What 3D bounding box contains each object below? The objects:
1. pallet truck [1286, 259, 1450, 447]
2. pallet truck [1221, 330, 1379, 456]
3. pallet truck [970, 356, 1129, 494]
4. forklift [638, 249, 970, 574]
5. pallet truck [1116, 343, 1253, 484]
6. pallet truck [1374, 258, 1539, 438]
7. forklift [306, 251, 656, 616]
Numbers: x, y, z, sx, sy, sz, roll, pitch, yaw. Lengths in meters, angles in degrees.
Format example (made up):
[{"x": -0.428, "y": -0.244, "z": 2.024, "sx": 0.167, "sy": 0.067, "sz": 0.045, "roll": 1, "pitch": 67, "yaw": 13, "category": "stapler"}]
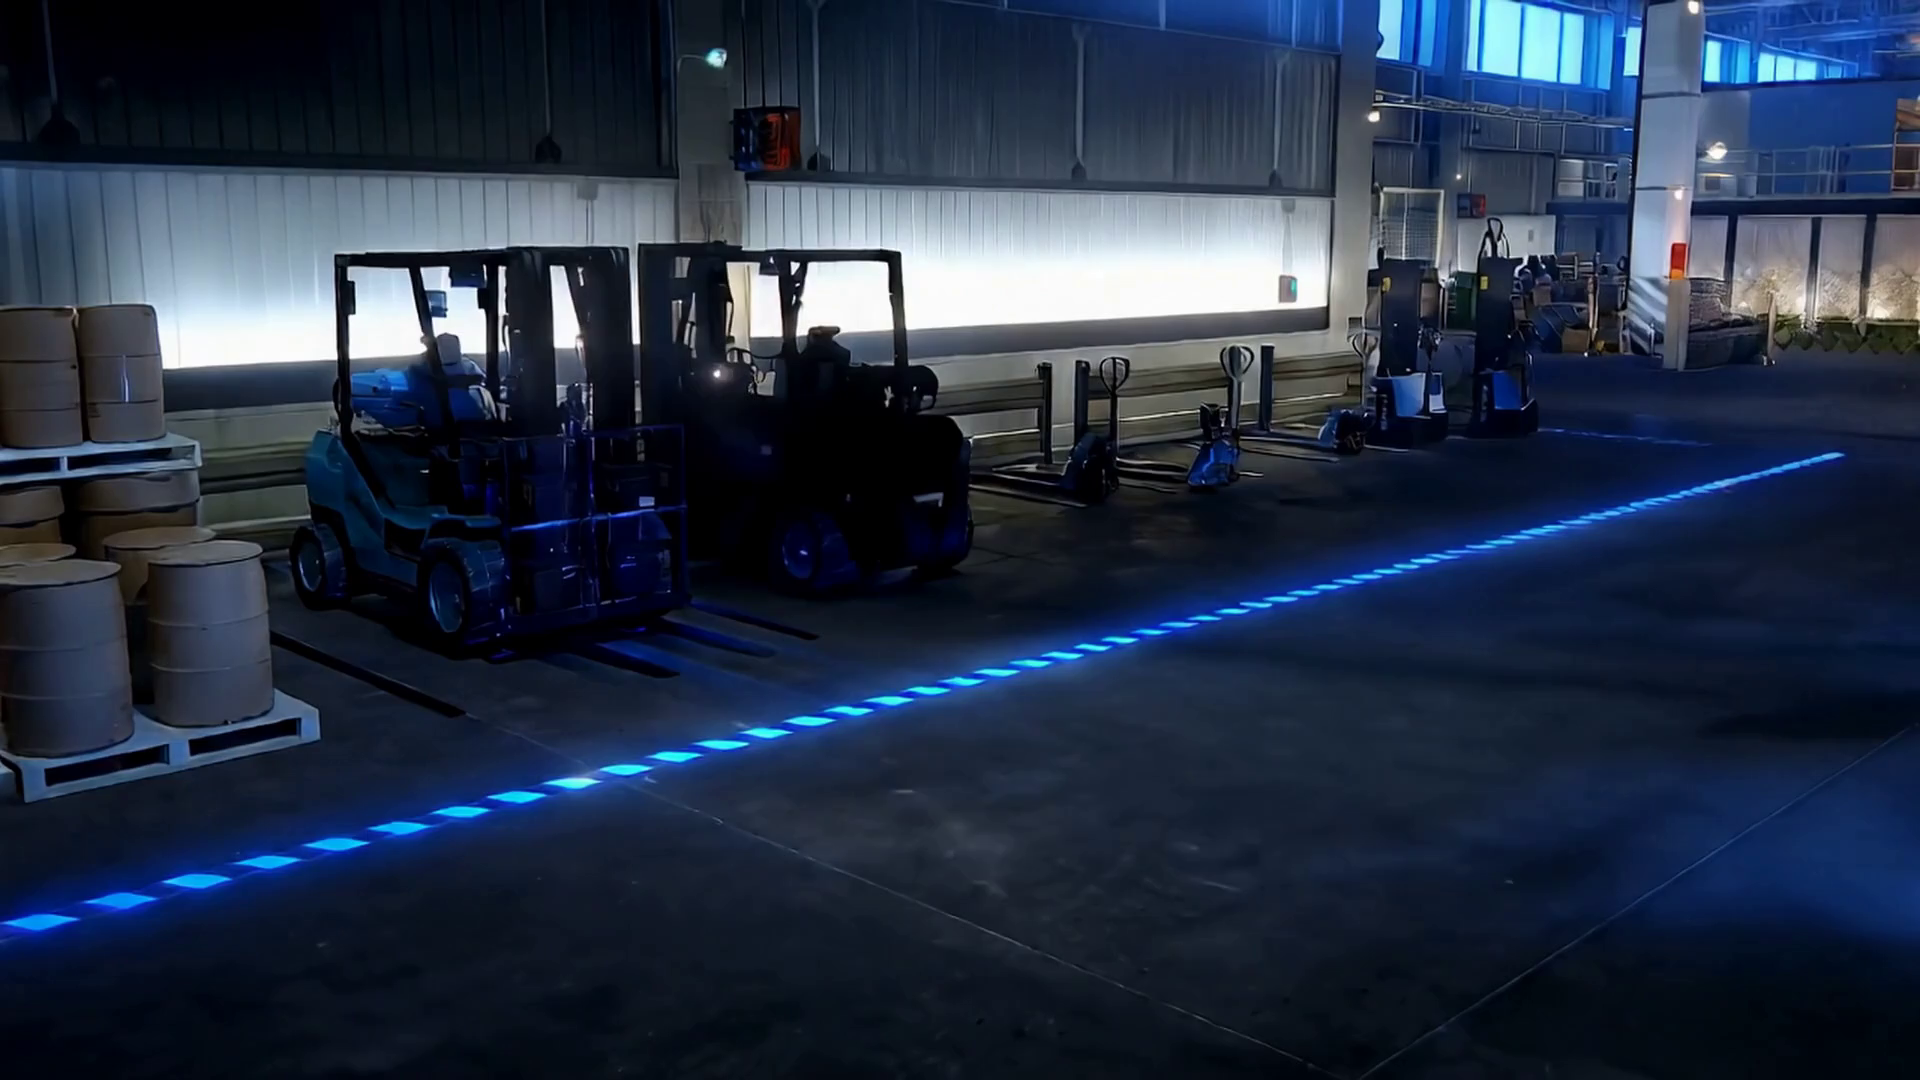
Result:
[{"x": 4.493, "y": -2.078, "z": 18.196, "sx": 0.823, "sy": 1.965, "sz": 1.885, "roll": -9, "pitch": 14, "yaw": -40, "category": "pallet truck"}, {"x": 3.563, "y": -1.581, "z": 17.381, "sx": 0.653, "sy": 1.274, "sz": 1.630, "roll": -10, "pitch": 14, "yaw": -44, "category": "pallet truck"}, {"x": 0.784, "y": -1.085, "z": 14.876, "sx": 0.680, "sy": 1.201, "sz": 1.601, "roll": -10, "pitch": 14, "yaw": -44, "category": "pallet truck"}, {"x": -1.173, "y": -0.958, "z": 11.239, "sx": 2.680, "sy": 1.987, "sz": 1.157, "roll": 10, "pitch": 14, "yaw": 43, "category": "forklift"}, {"x": 1.962, "y": -1.215, "z": 15.415, "sx": 1.522, "sy": 1.261, "sz": 0.704, "roll": 10, "pitch": 14, "yaw": 43, "category": "pallet truck"}, {"x": 5.704, "y": -2.208, "z": 18.901, "sx": 1.885, "sy": 1.965, "sz": 0.823, "roll": 10, "pitch": 14, "yaw": 43, "category": "pallet truck"}, {"x": -2.833, "y": -0.669, "z": 9.694, "sx": 1.157, "sy": 1.987, "sz": 2.680, "roll": -10, "pitch": 14, "yaw": -44, "category": "forklift"}]
